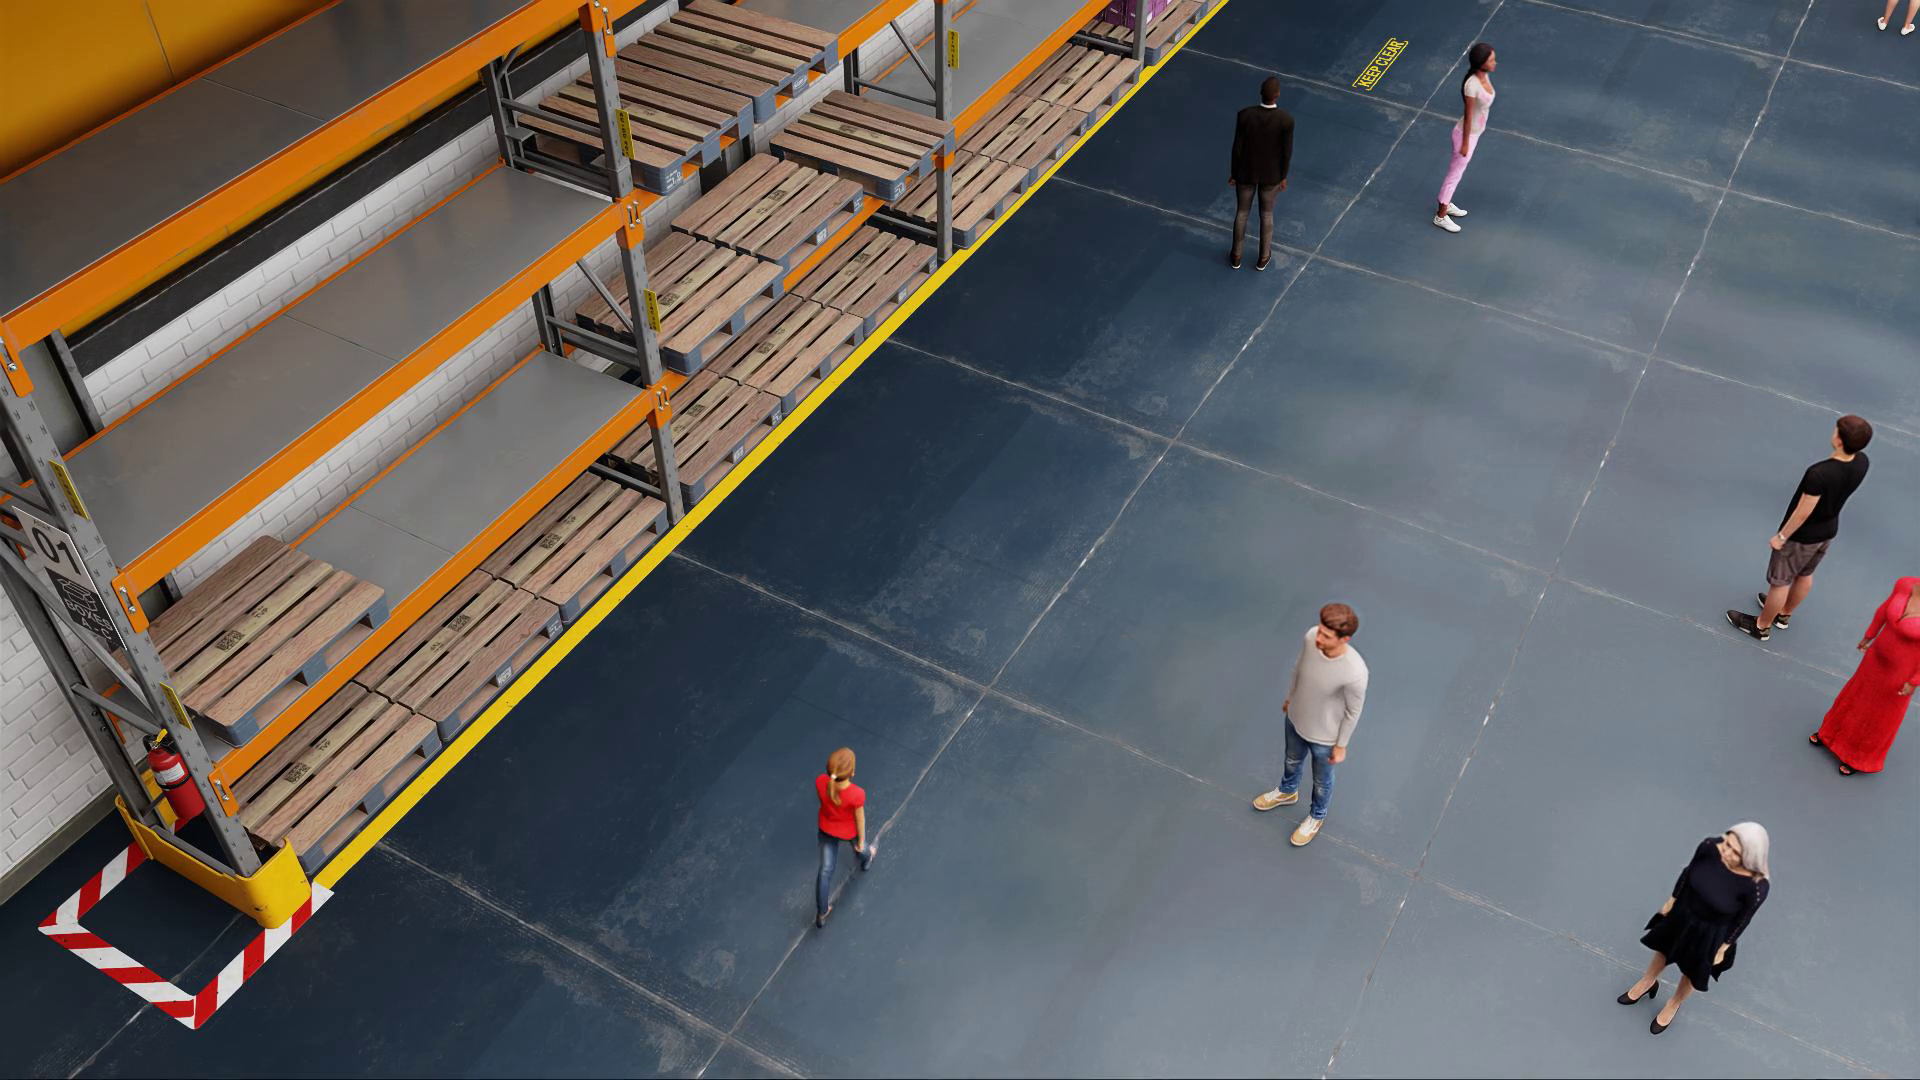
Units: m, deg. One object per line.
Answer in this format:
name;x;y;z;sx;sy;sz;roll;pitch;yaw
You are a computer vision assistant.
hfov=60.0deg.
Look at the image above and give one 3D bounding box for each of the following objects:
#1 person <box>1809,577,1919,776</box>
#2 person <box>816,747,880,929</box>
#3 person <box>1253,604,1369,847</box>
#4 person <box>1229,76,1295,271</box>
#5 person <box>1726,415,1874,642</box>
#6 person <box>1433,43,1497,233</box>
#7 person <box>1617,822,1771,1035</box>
person;5.740;0.766;10.211;0.794;1.784;0.741;-13;45;-13
person;-0.723;1.714;9.581;0.622;1.280;0.950;12;45;13
person;2.113;1.065;9.812;0.730;1.902;0.746;-25;49;-24
person;2.573;-3.146;14.306;0.716;1.799;0.664;9;44;9
person;5.637;-0.071;11.033;0.733;1.862;0.837;-19;47;-19
person;4.513;-3.609;14.834;0.643;1.741;0.476;17;46;17
person;3.939;2.065;8.875;0.719;1.747;0.697;-22;48;-21
